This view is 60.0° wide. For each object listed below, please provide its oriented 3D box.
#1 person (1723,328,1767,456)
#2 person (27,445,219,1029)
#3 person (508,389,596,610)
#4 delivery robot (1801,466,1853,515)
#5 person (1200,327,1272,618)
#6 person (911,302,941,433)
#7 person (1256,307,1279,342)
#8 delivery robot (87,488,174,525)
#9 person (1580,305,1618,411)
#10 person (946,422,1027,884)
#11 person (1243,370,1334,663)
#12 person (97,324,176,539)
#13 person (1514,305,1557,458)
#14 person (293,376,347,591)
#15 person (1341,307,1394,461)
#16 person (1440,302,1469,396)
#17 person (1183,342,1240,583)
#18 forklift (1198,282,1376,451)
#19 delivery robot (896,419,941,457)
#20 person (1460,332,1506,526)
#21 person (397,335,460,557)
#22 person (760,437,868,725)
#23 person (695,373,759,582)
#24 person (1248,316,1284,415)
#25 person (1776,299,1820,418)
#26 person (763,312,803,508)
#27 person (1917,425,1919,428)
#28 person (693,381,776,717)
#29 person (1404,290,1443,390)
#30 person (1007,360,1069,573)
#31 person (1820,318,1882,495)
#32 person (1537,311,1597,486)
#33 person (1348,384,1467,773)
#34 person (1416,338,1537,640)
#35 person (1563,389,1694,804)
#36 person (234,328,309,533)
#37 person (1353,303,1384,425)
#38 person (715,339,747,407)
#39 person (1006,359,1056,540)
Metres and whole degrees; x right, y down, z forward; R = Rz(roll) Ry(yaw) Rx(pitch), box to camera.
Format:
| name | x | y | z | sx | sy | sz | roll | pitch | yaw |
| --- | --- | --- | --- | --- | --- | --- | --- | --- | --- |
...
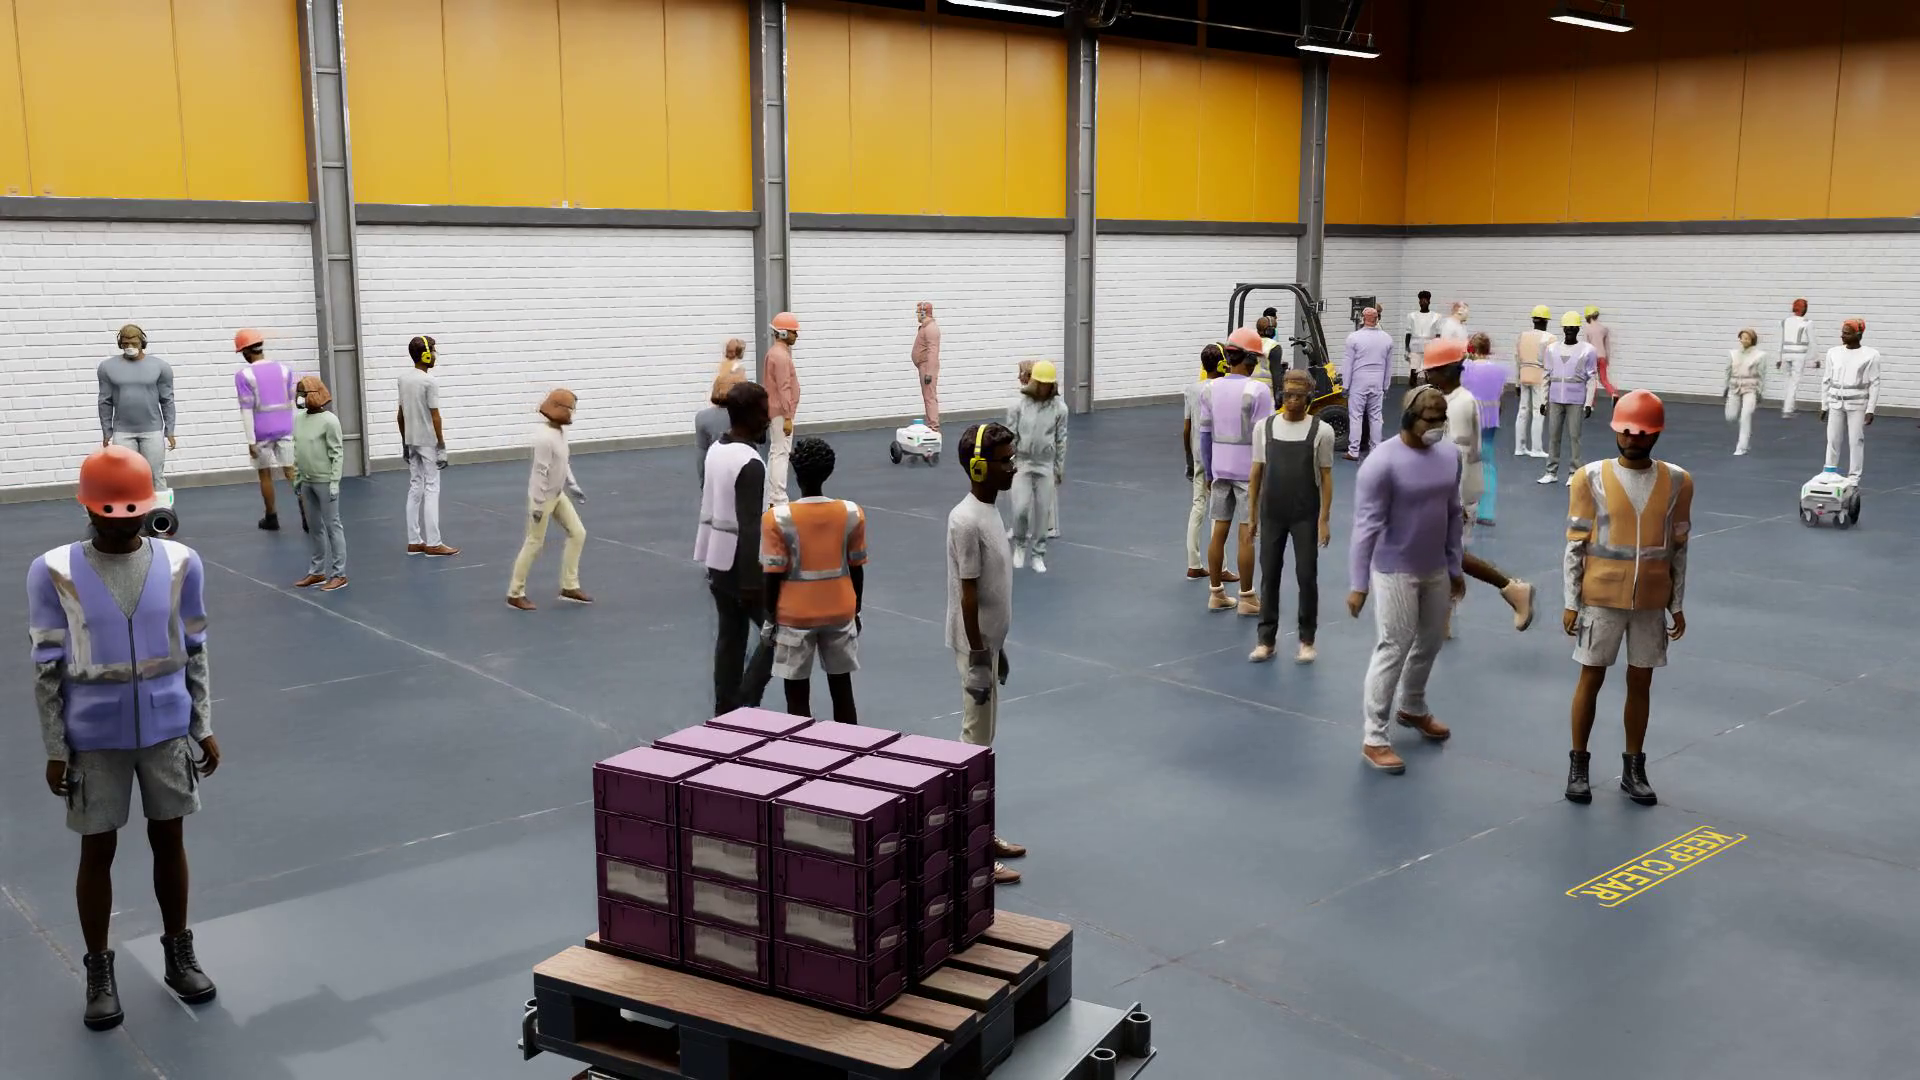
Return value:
| name | x | y | z | sx | sy | sz | roll | pitch | yaw |
| --- | --- | --- | --- | --- | --- | --- | --- | --- | --- |
| person | 10.046 | -1.894 | 21.267 | 0.492 | 1.626 | 0.519 | -7 | 12 | -36 |
| person | -2.753 | 0.639 | 5.531 | 0.542 | 1.928 | 0.378 | -8 | 12 | -38 |
| person | -2.930 | -0.293 | 11.967 | 0.705 | 1.585 | 0.517 | 1 | 10 | 4 |
| delivery robot | 8.187 | -0.459 | 15.696 | 0.477 | 0.478 | 0.707 | 7 | 12 | 35 |
| person | 1.971 | -0.475 | 11.723 | 0.383 | 2.041 | 0.605 | -9 | 13 | -42 |
| person | -0.474 | -2.351 | 23.104 | 0.401 | 1.904 | 0.648 | -1 | 10 | -4 |
| person | 5.067 | -2.977 | 27.374 | 0.317 | 1.695 | 0.540 | -4 | 11 | -23 |
| delivery robot | -7.474 | -0.336 | 14.977 | 0.707 | 0.478 | 0.477 | -5 | 11 | -27 |
| person | 10.360 | -2.935 | 27.003 | 0.539 | 1.733 | 0.713 | -3 | 10 | -14 |
| person | 0.110 | 0.452 | 6.795 | 0.328 | 1.872 | 0.512 | 1 | 10 | 7 |
| person | 2.049 | -0.140 | 10.379 | 0.545 | 1.837 | 0.429 | 4 | 10 | 22 |
| person | -7.324 | -0.954 | 14.835 | 0.627 | 1.935 | 0.371 | -3 | 10 | -18 |
| person | 7.262 | -1.993 | 20.967 | 0.390 | 1.920 | 0.587 | -6 | 12 | -34 |
| person | -4.890 | -0.432 | 12.656 | 0.499 | 1.634 | 0.279 | 6 | 11 | 31 |
| person | 5.046 | -1.933 | 20.687 | 0.647 | 1.901 | 0.402 | -2 | 10 | -13 |
| person | 7.239 | -2.546 | 24.365 | 0.712 | 1.868 | 0.679 | 4 | 10 | 22 |
| person | 1.966 | -0.599 | 12.944 | 0.329 | 1.872 | 0.511 | -9 | 13 | -42 |
| forklift | 4.328 | -2.346 | 22.227 | 2.313 | 2.155 | 1.214 | 3 | 10 | 16 |
| delivery robot | -0.500 | -1.225 | 20.179 | 0.477 | 0.478 | 0.707 | -4 | 11 | -24 |
| person | 4.850 | -1.066 | 15.841 | 0.583 | 1.813 | 0.817 | -3 | 10 | -18 |
| person | -4.535 | -0.792 | 14.080 | 0.526 | 1.869 | 0.315 | 7 | 12 | 34 |
| person | -0.687 | 0.363 | 7.821 | 0.542 | 1.695 | 0.316 | -5 | 11 | -28 |
| person | -1.809 | -0.482 | 12.962 | 0.502 | 1.631 | 0.279 | 1 | 10 | 3 |
| person | 3.545 | -1.692 | 19.428 | 0.429 | 1.842 | 0.627 | -6 | 12 | -32 |
| person | 13.211 | -2.847 | 26.160 | 0.648 | 1.872 | 0.590 | -5 | 11 | -25 |
| person | -1.722 | -1.231 | 16.291 | 0.399 | 1.989 | 0.622 | -3 | 10 | -16 |
| person | 14.405 | -2.588 | 24.479 | 0.641 | 1.910 | 0.401 | -7 | 12 | -37 |
| person | -1.120 | 0.138 | 8.571 | 0.462 | 1.900 | 0.593 | -6 | 11 | -30 |
| person | 7.738 | -3.188 | 27.821 | 0.609 | 1.965 | 0.364 | 4 | 10 | 22 |
| person | 0.612 | -0.580 | 13.266 | 0.503 | 1.713 | 0.455 | -1 | 10 | -7 |
| person | 9.402 | -1.402 | 17.611 | 0.360 | 1.882 | 0.575 | -7 | 12 | -35 |
| person | 6.708 | -1.559 | 18.387 | 0.594 | 1.929 | 0.354 | 9 | 13 | 41 |
| person | 2.252 | 0.164 | 8.377 | 0.840 | 1.913 | 0.565 | -6 | 11 | -32 |
| person | 3.343 | -0.309 | 10.862 | 0.790 | 2.005 | 0.655 | 2 | 10 | 12 |
| person | 3.076 | 0.268 | 7.678 | 0.552 | 1.933 | 0.364 | 1 | 10 | 7 |
| person | -6.237 | -0.980 | 15.131 | 0.840 | 1.893 | 0.591 | 9 | 13 | 43 |
| person | 6.173 | -2.652 | 25.075 | 0.430 | 1.835 | 0.624 | -3 | 10 | -18 |
| person | -2.526 | -1.460 | 18.787 | 0.838 | 1.592 | 0.519 | -8 | 12 | -38 |
| person | 0.570 | -0.792 | 14.806 | 0.665 | 1.614 | 0.552 | -1 | 10 | -6 |
